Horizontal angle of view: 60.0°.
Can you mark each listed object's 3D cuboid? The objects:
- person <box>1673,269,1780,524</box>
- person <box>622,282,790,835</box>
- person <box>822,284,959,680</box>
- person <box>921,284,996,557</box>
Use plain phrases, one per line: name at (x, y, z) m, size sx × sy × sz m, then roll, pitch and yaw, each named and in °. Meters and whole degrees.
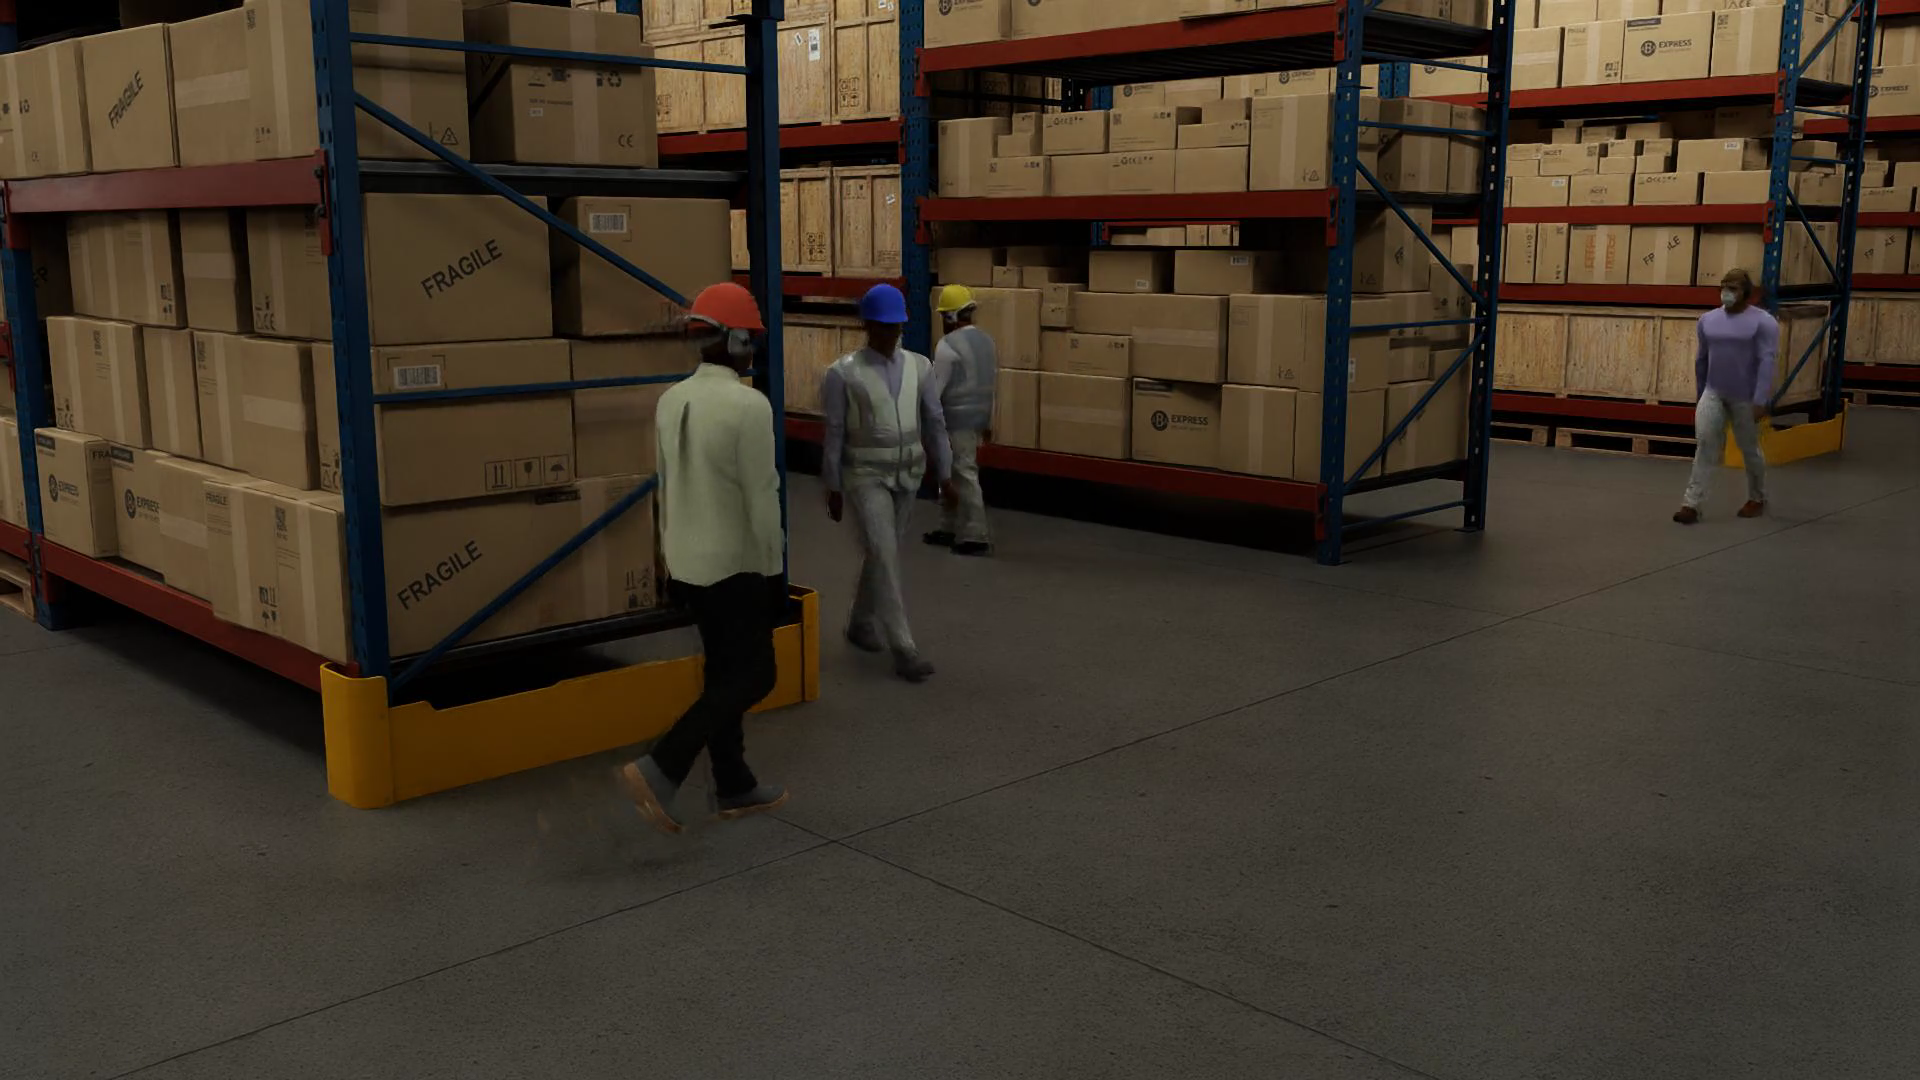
person at (5.756, -1.067, 12.394) m, size 1.027 × 1.890 × 0.663 m, roll -8°, pitch 13°, yaw -36°
person at (-0.908, 0.086, 5.869) m, size 0.672 × 1.970 × 0.635 m, roll -9°, pitch 14°, yaw -41°
person at (-0.357, -0.310, 8.239) m, size 0.621 × 1.898 × 0.998 m, roll -7°, pitch 12°, yaw -33°
person at (-0.087, -0.796, 11.111) m, size 0.736 × 1.799 × 0.605 m, roll 5°, pitch 12°, yaw 26°
